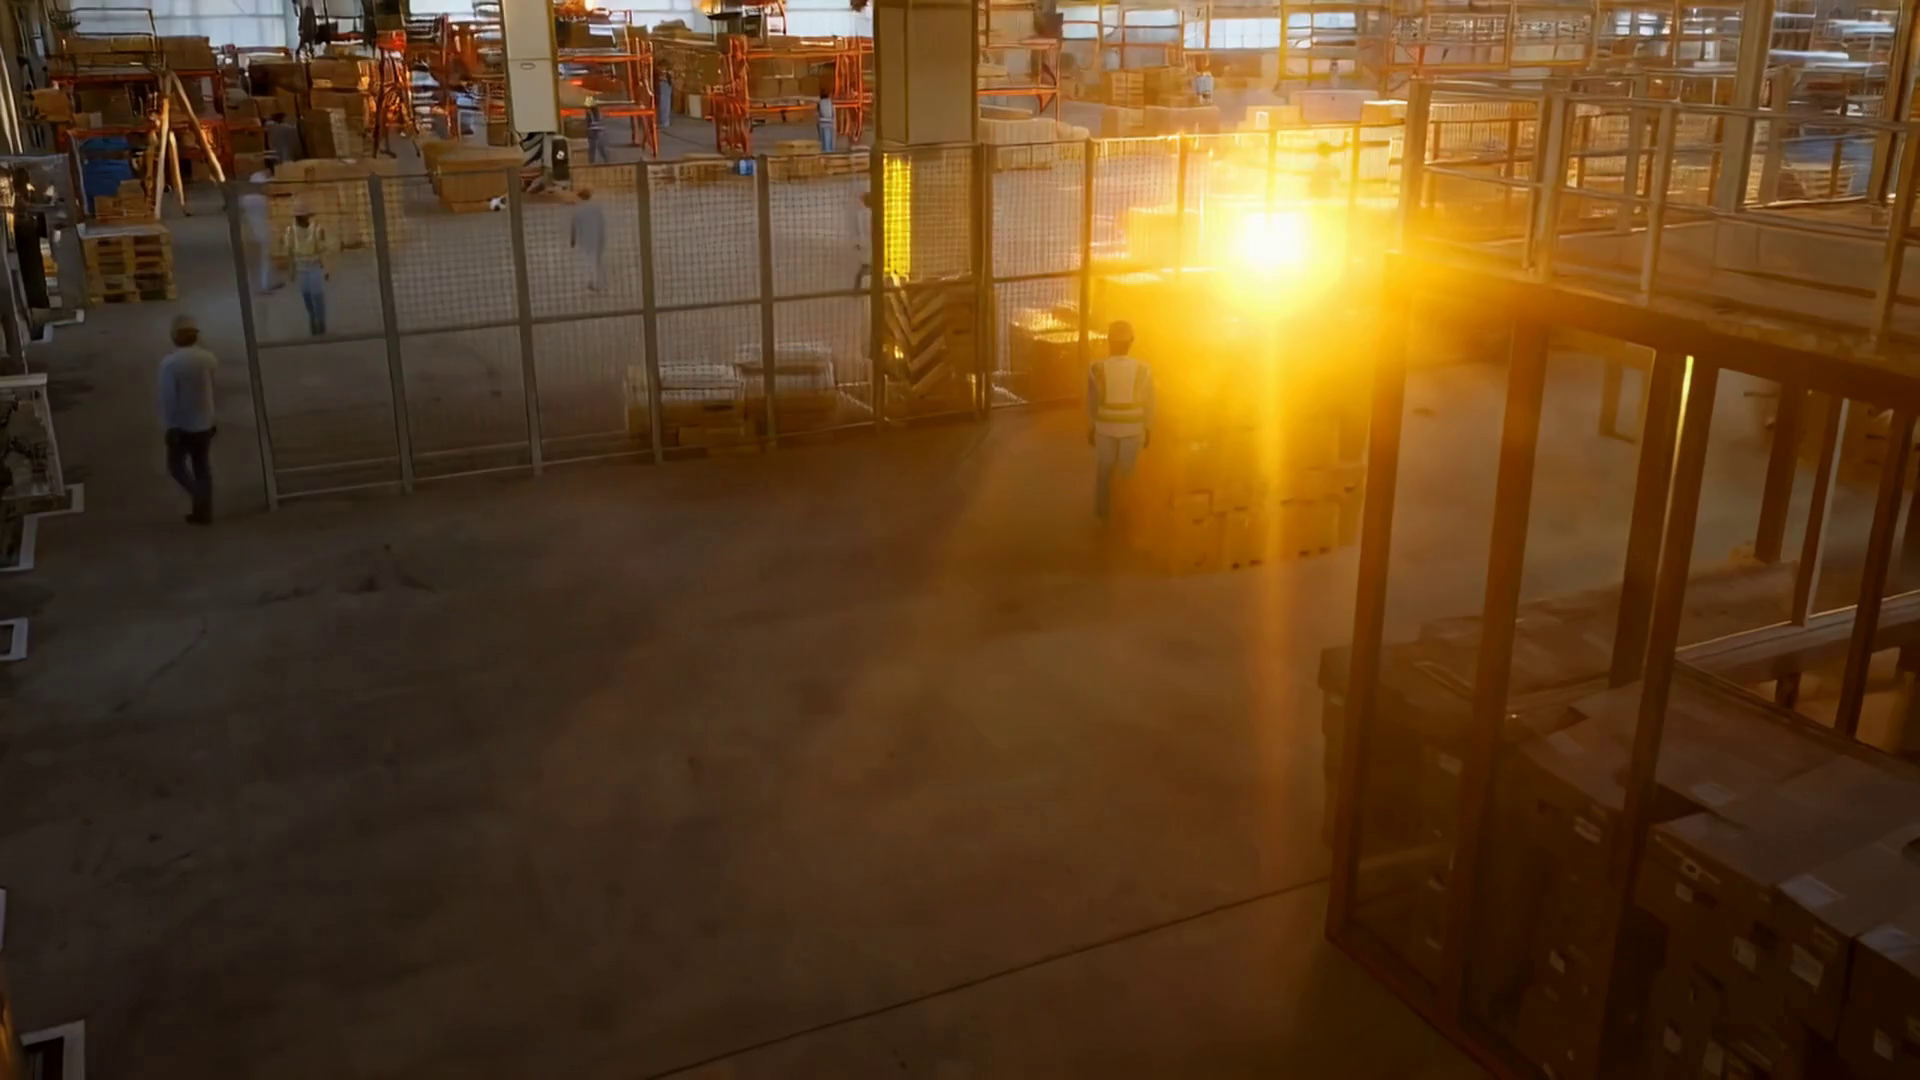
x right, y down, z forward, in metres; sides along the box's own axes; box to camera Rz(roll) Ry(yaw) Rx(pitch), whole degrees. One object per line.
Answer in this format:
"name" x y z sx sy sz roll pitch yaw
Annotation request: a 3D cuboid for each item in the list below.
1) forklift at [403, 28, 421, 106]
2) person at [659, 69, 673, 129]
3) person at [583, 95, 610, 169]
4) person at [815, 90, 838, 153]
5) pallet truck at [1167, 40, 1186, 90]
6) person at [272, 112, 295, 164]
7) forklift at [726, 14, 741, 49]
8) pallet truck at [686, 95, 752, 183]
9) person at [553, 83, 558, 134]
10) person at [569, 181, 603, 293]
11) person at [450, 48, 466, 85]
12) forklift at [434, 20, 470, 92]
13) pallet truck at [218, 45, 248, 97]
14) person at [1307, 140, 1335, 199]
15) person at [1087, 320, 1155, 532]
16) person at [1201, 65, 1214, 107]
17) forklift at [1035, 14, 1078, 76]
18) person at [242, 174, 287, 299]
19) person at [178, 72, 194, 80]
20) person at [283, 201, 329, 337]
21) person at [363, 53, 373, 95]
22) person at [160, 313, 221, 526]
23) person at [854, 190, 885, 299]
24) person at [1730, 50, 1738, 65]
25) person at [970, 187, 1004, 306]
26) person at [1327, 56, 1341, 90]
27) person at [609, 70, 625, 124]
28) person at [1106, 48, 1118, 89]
"forklift" -19.978 -17.146 60.373 1.873 2.768 1.129 7 20 21
"person" -9.374 -14.032 52.930 0.340 1.840 0.512 3 19 10
"person" -9.268 -10.348 42.260 0.681 1.849 0.594 8 21 23
"person" -3.533 -10.942 43.959 0.633 1.841 0.429 -7 20 -19
"pallet truck" 9.045 -19.971 69.895 0.823 1.965 1.885 -3 19 -8
"person" -14.499 -8.193 35.770 0.391 1.986 0.608 -1 19 -4
"forklift" -10.576 -23.201 77.925 1.873 2.768 1.129 -9 21 -25
"pallet truck" -5.836 -9.608 39.856 0.823 1.965 1.885 10 22 27
"person" -12.640 -13.443 51.096 0.391 1.927 0.643 4 20 13
"person" -5.882 -4.792 26.293 0.529 1.736 0.843 -14 23 -35
"person" -19.423 -18.058 64.461 0.635 1.921 0.574 -15 24 -37
"forklift" -20.614 -19.896 68.346 1.129 2.768 1.873 13 23 33
"pallet truck" -28.879 -18.665 66.111 0.823 1.965 1.885 -3 19 -9
"person" 6.808 -6.566 31.268 0.532 1.852 0.781 -6 20 -16
"person" 1.449 -1.013 15.010 0.610 1.950 0.377 1 19 4
"person" 7.855 -14.179 53.195 0.357 1.938 0.542 -10 21 -27
"forklift" 4.555 -23.231 78.011 1.873 2.768 1.129 -3 19 -10
"person" -10.796 -4.770 26.012 0.609 1.873 0.947 6 20 16
"person" -30.207 -18.201 64.950 0.549 1.889 1.013 -1 19 -2
"person" -8.969 -3.683 22.829 0.554 1.896 0.917 -4 19 -10
"person" -23.598 -18.635 66.562 0.517 1.639 0.313 -9 21 -24
"person" -7.026 -1.077 15.191 0.431 1.954 0.658 8 21 22
"person" -1.342 -4.615 25.898 0.870 1.647 0.551 -12 23 -32
"person" 32.613 -19.778 69.960 0.872 1.587 0.512 -6 20 -17
"person" 0.357 -4.362 24.918 0.640 1.822 0.561 11 22 29
"person" 13.532 -16.471 59.893 0.999 1.915 0.618 -11 22 -29
"person" -11.270 -14.566 54.663 0.489 1.717 0.543 -8 21 -22
"person" 6.397 -19.860 70.035 0.543 1.686 0.485 -3 19 -9
